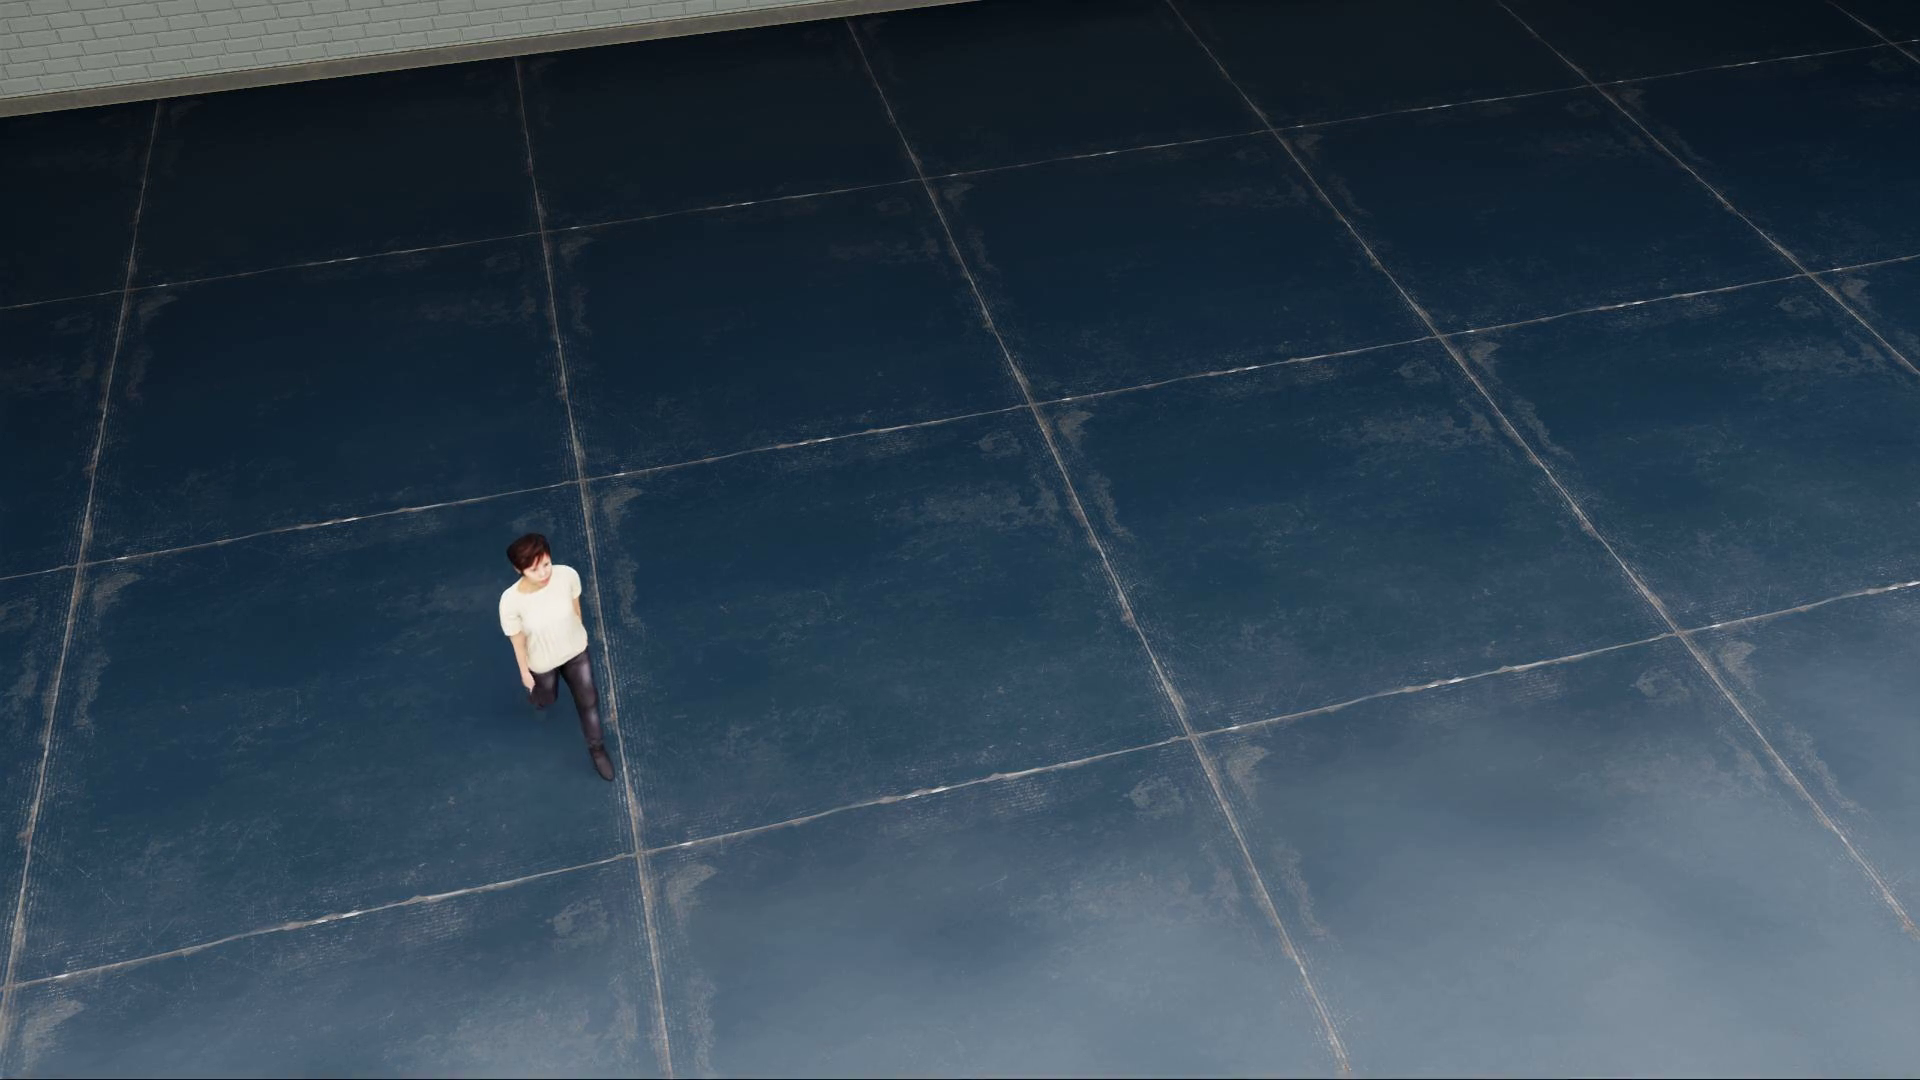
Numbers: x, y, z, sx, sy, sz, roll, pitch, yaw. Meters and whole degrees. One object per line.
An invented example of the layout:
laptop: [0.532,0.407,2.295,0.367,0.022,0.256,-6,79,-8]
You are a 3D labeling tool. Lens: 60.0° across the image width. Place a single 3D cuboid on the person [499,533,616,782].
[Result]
person: [-2.097,0.545,8.458,0.816,1.562,1.055,-26,49,-25]
